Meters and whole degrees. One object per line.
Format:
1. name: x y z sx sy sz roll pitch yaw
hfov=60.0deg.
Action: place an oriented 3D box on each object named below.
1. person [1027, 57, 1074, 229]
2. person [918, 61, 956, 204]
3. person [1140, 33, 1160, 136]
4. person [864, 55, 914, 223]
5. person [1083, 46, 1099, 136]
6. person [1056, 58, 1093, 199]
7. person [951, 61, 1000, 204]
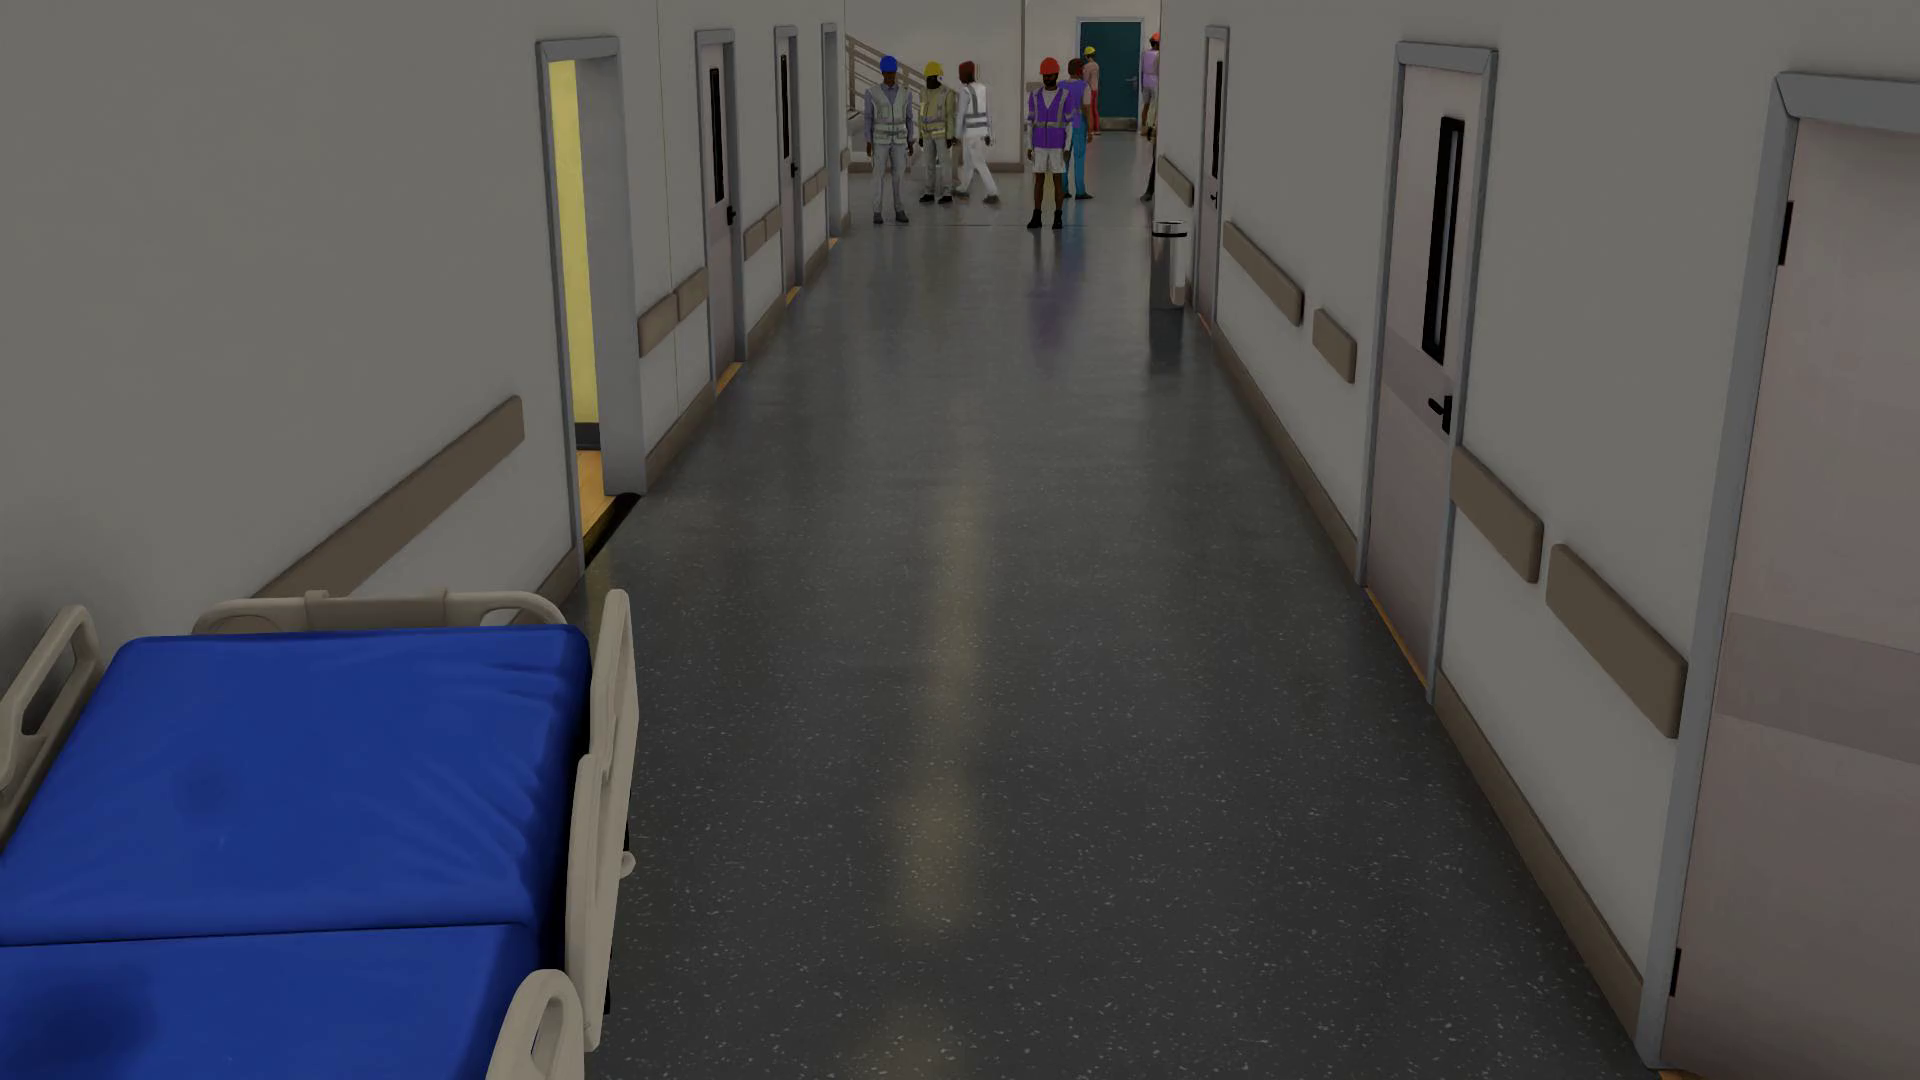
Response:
1. person: 1.032 -4.584 19.269 0.542 1.938 0.357 5 18 16
2. person: -0.320 -5.342 21.844 0.590 1.823 0.405 13 22 36
3. person: 3.917 -9.199 33.634 0.409 2.028 0.615 -16 24 -41
4. person: -0.843 -4.758 19.796 0.612 1.947 0.388 -6 19 -17
5. person: 2.634 -9.109 33.773 0.319 1.767 0.527 12 21 33
6. person: 1.518 -5.508 22.319 0.563 1.848 0.389 13 22 36
7. person: 0.170 -5.347 21.867 0.957 1.828 0.587 9 20 27
